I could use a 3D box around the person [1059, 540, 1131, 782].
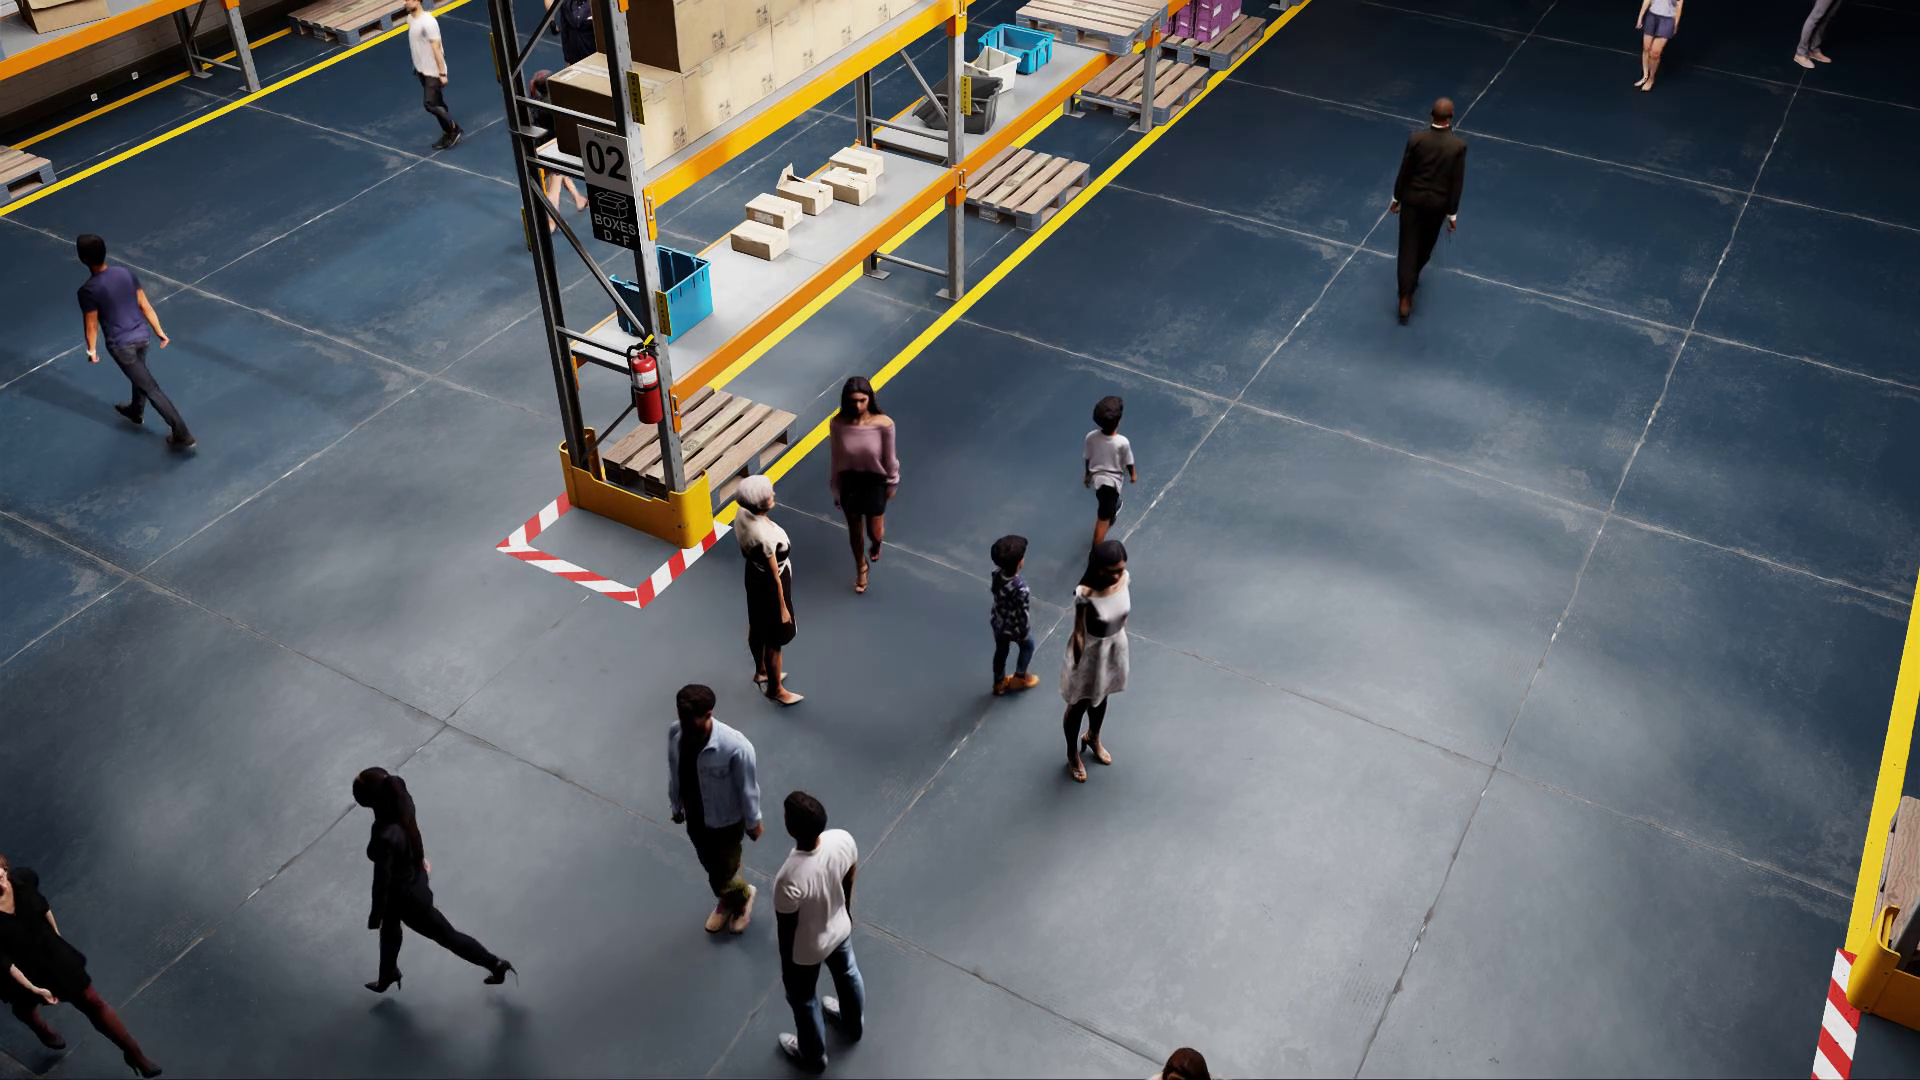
[{"bbox_3d":[0.816,0.698,9.898,0.712,1.775,0.812,-25,45,-28],"label":"person"}]

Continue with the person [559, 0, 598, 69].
[{"bbox_3d":[-3.746,-4.862,16.826,0.740,1.819,0.669,11,40,14],"label":"person"}]

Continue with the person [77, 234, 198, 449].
[{"bbox_3d":[-6.248,-1.459,12.621,0.795,1.747,1.085,16,41,19],"label":"person"}]

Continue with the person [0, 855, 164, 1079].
[{"bbox_3d":[-4.680,2.096,8.242,0.696,1.657,1.044,15,41,18],"label":"person"}]

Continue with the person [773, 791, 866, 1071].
[{"bbox_3d":[-0.708,1.946,8.268,0.777,1.859,0.572,30,47,32],"label":"person"}]

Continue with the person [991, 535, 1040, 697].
[{"bbox_3d":[0.284,0.515,10.555,0.618,1.241,0.577,-29,47,-31],"label":"person"}]

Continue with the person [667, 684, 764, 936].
[{"bbox_3d":[-1.270,1.422,8.972,0.689,1.799,0.609,21,43,24],"label":"person"}]

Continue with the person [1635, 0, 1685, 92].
[{"bbox_3d":[7.652,-5.676,18.061,0.678,1.548,0.664,-27,46,-30],"label":"person"}]

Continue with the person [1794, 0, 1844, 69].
[{"bbox_3d":[9.775,-6.276,18.499,0.670,1.938,0.804,-21,43,-24],"label":"person"}]

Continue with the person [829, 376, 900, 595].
[{"bbox_3d":[-0.647,-0.409,11.267,0.750,1.796,0.839,6,39,8],"label":"person"}]

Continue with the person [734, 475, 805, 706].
[{"bbox_3d":[-1.220,0.319,10.388,0.708,1.756,0.701,-18,42,-21],"label":"person"}]

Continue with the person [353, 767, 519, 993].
[{"bbox_3d":[-2.754,1.821,8.574,1.057,1.672,1.056,-5,39,-6],"label":"person"}]

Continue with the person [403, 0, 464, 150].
[{"bbox_3d":[-5.294,-4.805,16.836,0.723,1.715,0.734,-28,46,-31],"label":"person"}]

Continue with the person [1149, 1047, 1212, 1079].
[{"bbox_3d":[1.019,2.730,7.596,0.595,1.474,0.583,14,41,17],"label":"person"}]

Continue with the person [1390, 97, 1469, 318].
[{"bbox_3d":[3.966,-2.810,14.229,0.968,1.851,1.374,9,40,11],"label":"person"}]

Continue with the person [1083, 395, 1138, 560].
[{"bbox_3d":[1.016,-0.407,11.724,0.513,1.223,0.878,19,42,22],"label":"person"}]

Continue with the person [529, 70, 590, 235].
[{"bbox_3d":[-3.836,-3.580,15.453,0.650,1.527,0.988,25,45,28],"label":"person"}]
